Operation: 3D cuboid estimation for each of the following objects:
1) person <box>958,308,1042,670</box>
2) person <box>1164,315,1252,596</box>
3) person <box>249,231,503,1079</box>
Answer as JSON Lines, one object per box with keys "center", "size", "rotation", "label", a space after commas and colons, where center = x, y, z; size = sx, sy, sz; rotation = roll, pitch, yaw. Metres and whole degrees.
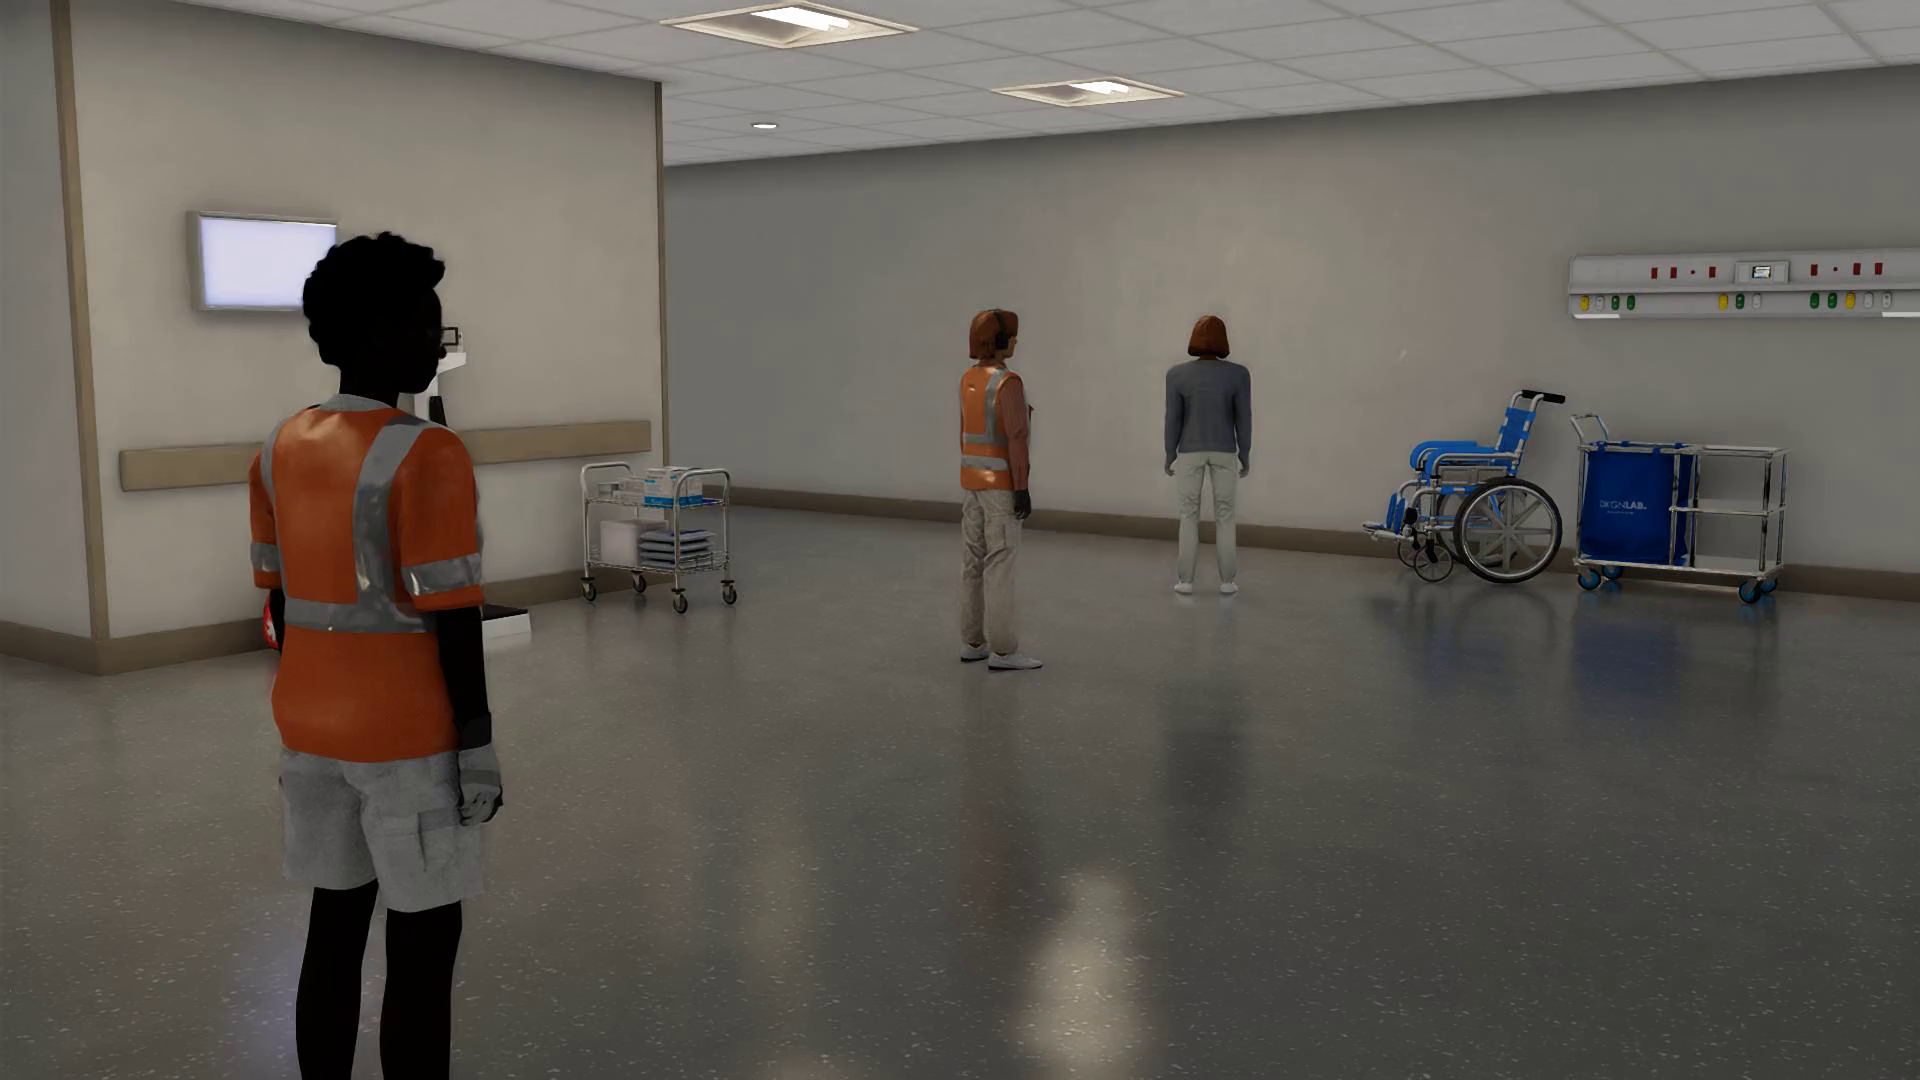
{"center": [0.156, -0.230, 7.586], "size": [0.307, 1.644, 0.514], "rotation": [-4, 8, -29], "label": "person"}
{"center": [1.439, -0.486, 9.680], "size": [0.507, 1.633, 0.278], "rotation": [1, 7, 6], "label": "person"}
{"center": [-0.981, 0.331, 2.855], "size": [0.541, 1.697, 0.315], "rotation": [5, 9, 35], "label": "person"}
